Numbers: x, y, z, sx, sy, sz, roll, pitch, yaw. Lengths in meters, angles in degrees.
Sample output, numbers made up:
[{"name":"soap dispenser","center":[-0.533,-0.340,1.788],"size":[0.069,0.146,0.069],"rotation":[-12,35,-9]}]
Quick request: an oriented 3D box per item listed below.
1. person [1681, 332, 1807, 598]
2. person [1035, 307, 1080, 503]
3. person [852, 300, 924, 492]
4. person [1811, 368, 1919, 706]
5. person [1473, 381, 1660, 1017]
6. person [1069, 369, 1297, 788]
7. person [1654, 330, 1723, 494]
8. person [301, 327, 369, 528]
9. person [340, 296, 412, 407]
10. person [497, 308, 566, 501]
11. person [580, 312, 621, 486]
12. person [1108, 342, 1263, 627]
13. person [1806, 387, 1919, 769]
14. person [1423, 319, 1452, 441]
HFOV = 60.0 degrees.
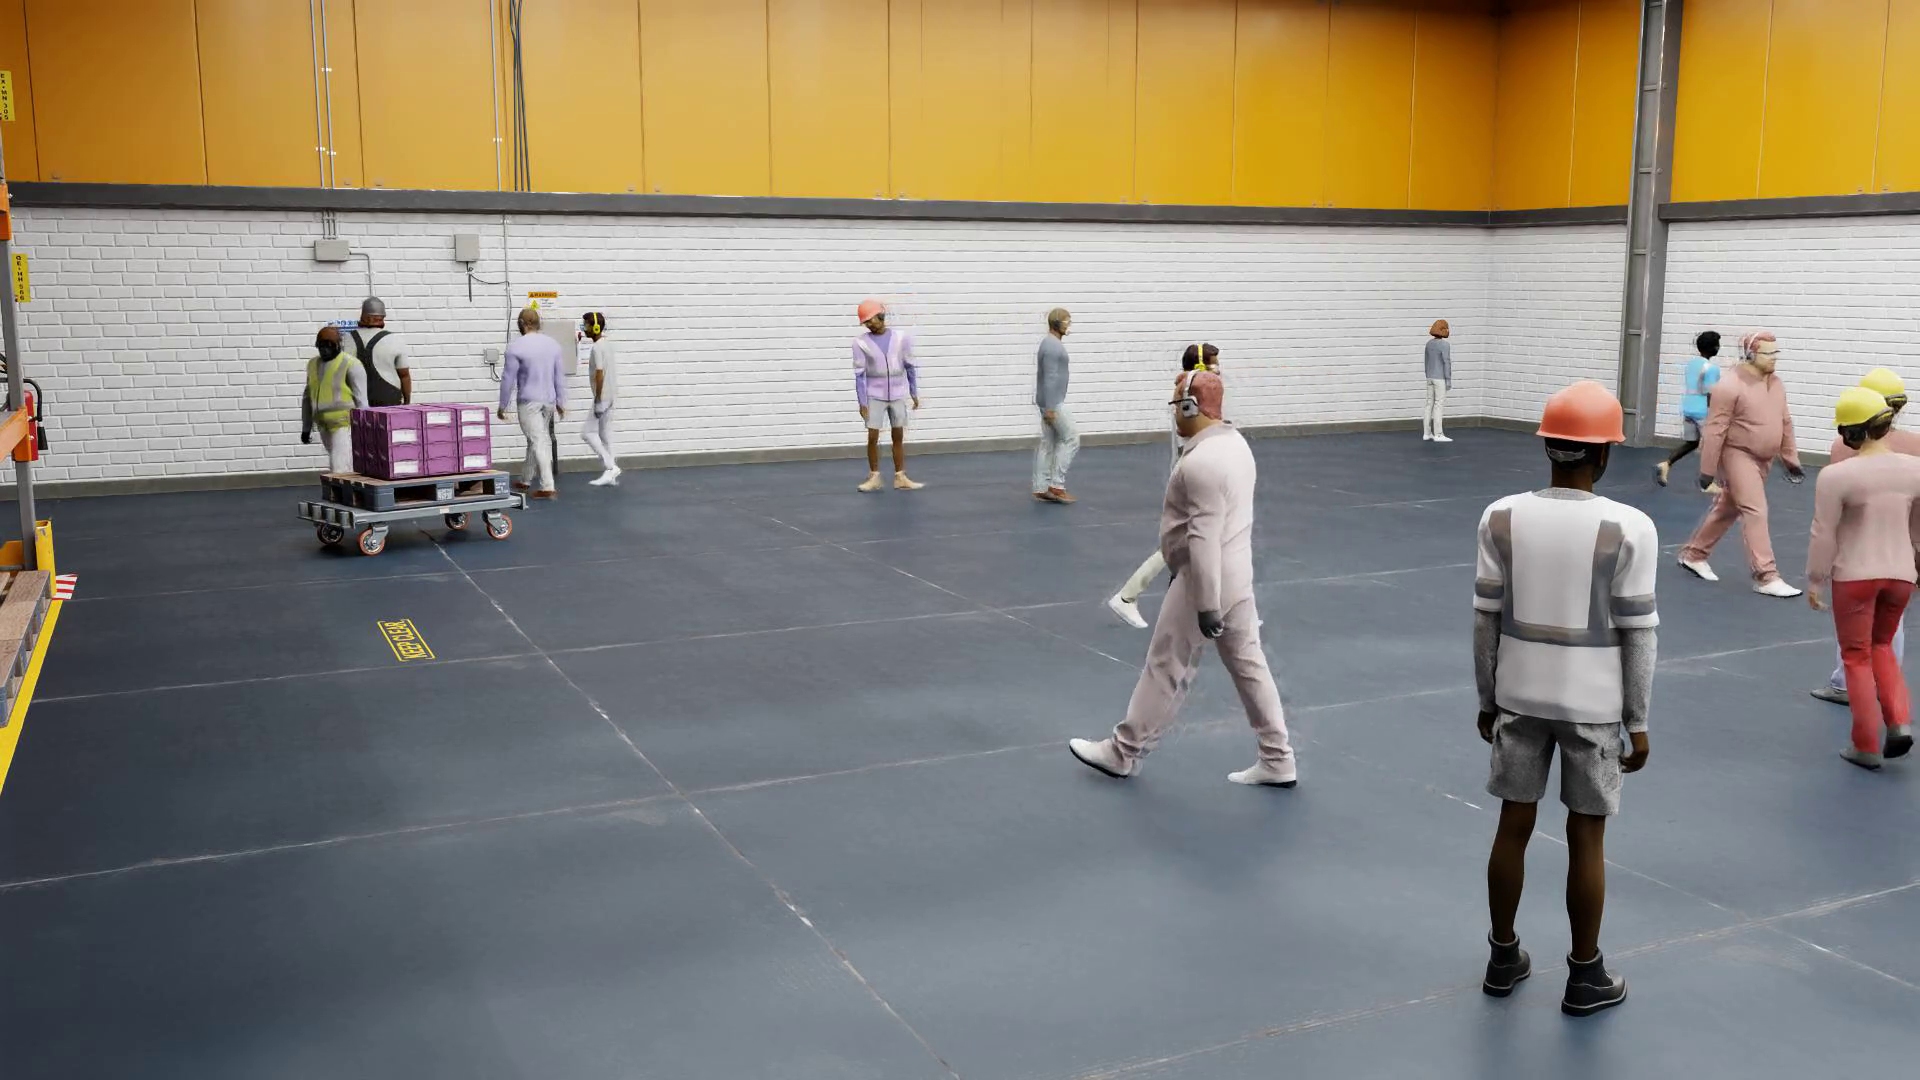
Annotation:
[{"name":"person","center":[5.599,-0.561,11.877],"size":[0.638,1.856,1.037],"rotation":[-6,11,-32]},{"name":"person","center":[0.989,-1.305,16.236],"size":[0.564,1.921,0.664],"rotation":[0,9,2]},{"name":"person","center":[-0.711,-1.463,17.065],"size":[0.771,1.992,0.396],"rotation":[-2,9,-15]},{"name":"person","center":[4.752,-0.011,8.693],"size":[0.528,1.772,0.304],"rotation":[-1,9,-7]},{"name":"person","center":[1.850,0.484,5.103],"size":[0.549,1.937,0.358],"rotation":[7,12,38]},{"name":"person","center":[1.039,0.177,7.327],"size":[1.030,1.843,0.644],"rotation":[5,10,27]},{"name":"person","center":[7.492,-1.298,16.953],"size":[0.630,1.676,0.538],"rotation":[-1,9,-8]},{"name":"person","center":[-5.584,-0.987,14.723],"size":[0.689,1.783,0.864],"rotation":[5,11,30]},{"name":"person","center":[-5.749,-1.395,16.438],"size":[0.690,2.000,0.559],"rotation":[1,9,5]},{"name":"person","center":[-4.347,-1.360,16.641],"size":[0.917,1.902,0.643],"rotation":[7,11,35]},{"name":"person","center":[-3.811,-1.479,17.571],"size":[0.382,1.851,0.573],"rotation":[1,9,5]},{"name":"person","center":[1.423,-0.333,10.520],"size":[0.935,1.833,0.520],"rotation":[2,9,11]},{"name":"person","center":[4.133,0.177,7.577],"size":[0.556,1.741,0.375],"rotation":[0,9,-1]},{"name":"person","center":[6.409,-2.135,22.289],"size":[0.285,1.633,0.500],"rotation":[-3,10,-20]}]
